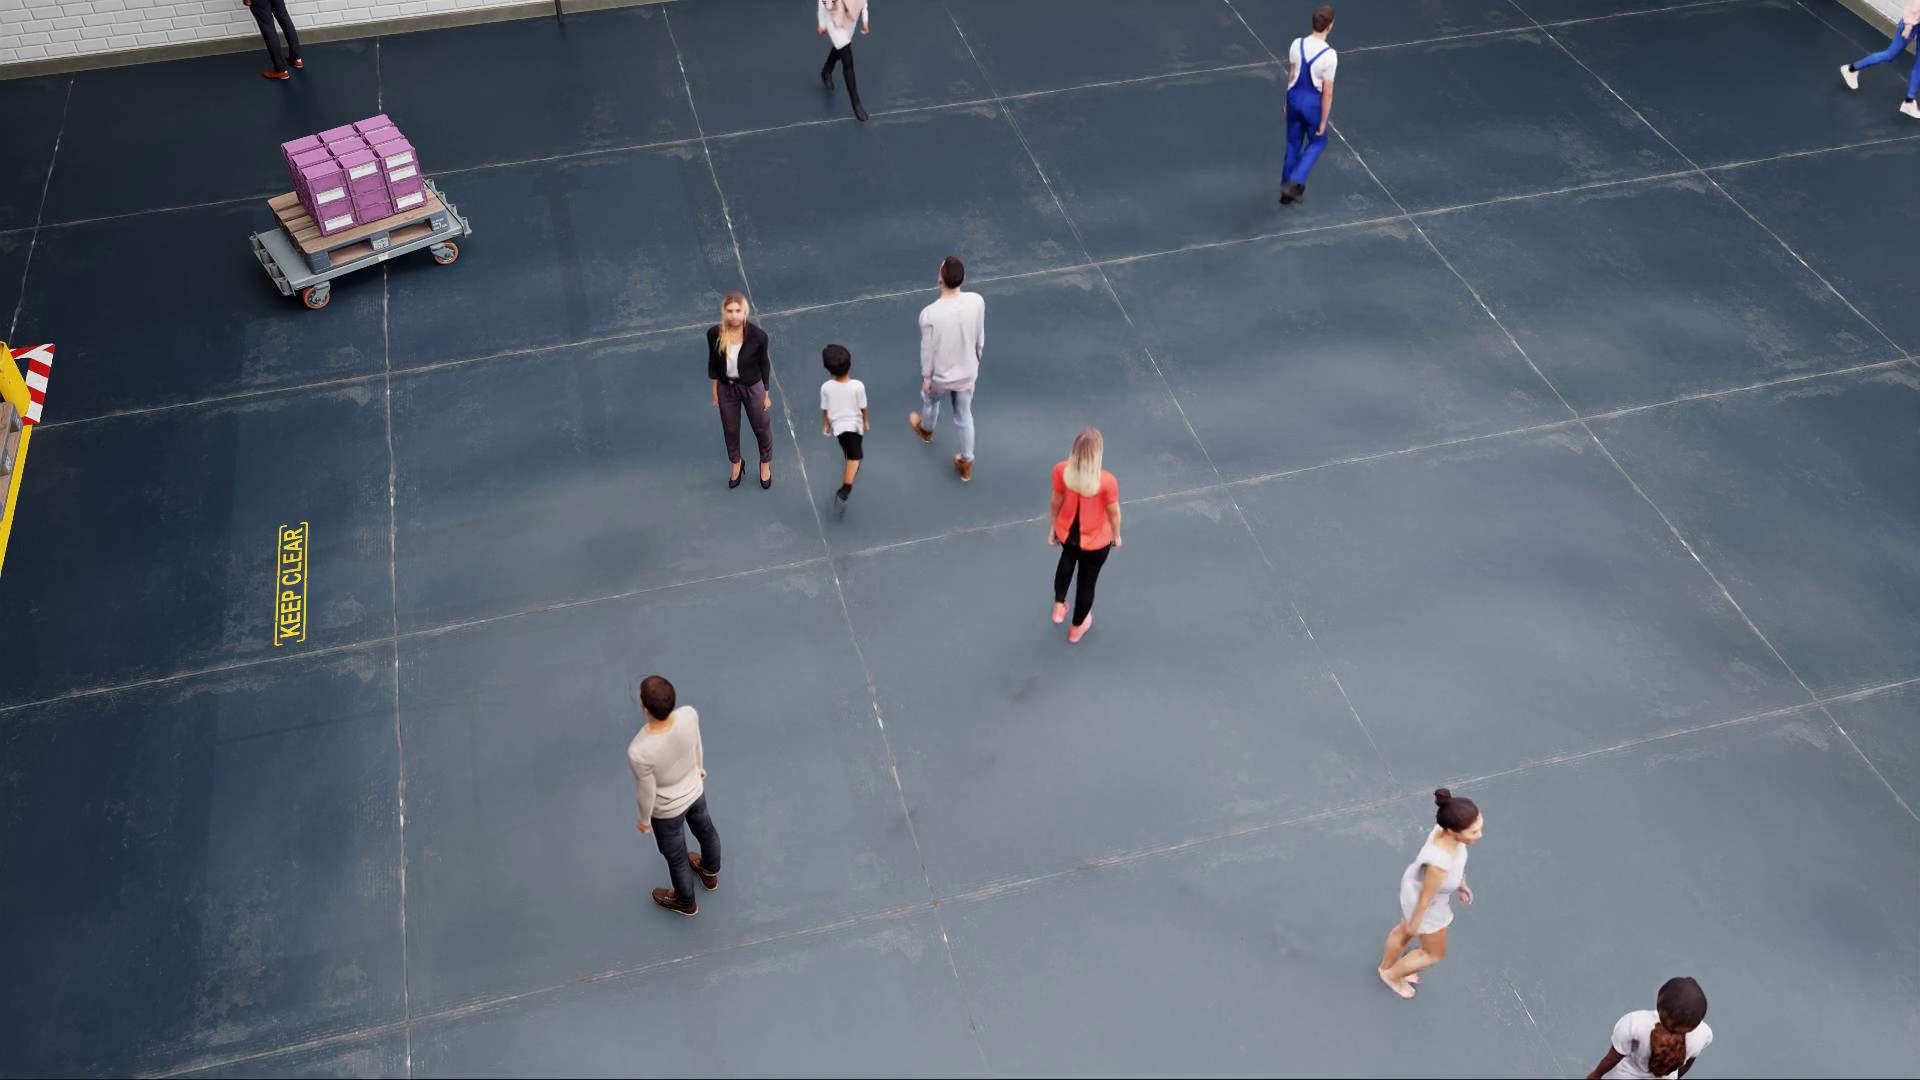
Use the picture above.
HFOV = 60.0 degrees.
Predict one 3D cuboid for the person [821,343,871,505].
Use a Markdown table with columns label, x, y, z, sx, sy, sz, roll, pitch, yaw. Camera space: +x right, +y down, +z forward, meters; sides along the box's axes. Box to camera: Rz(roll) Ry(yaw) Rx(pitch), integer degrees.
| label | x | y | z | sx | sy | sz | roll | pitch | yaw |
| --- | --- | --- | --- | --- | --- | --- | --- | --- | --- |
| person | -0.818 | -0.809 | 11.910 | 0.701 | 1.235 | 0.918 | 7 | 44 | 7 |

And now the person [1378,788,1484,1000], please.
| label | x | y | z | sx | sy | sz | roll | pitch | yaw |
| --- | --- | --- | --- | --- | --- | --- | --- | --- | --- |
| person | 2.408 | 1.860 | 8.837 | 0.747 | 1.609 | 0.683 | 14 | 45 | 15 |

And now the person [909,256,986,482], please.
| label | x | y | z | sx | sy | sz | roll | pitch | yaw |
| --- | --- | --- | --- | --- | --- | --- | --- | --- | --- |
| person | -0.022 | -1.176 | 11.878 | 0.785 | 1.809 | 1.042 | -17 | 46 | -17 |

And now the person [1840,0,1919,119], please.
| label | x | y | z | sx | sy | sz | roll | pitch | yaw |
| --- | --- | --- | --- | --- | --- | --- | --- | --- | --- |
| person | 9.082 | -4.975 | 15.927 | 0.864 | 1.725 | 1.232 | -22 | 48 | -22 |

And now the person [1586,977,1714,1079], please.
| label | x | y | z | sx | sy | sz | roll | pitch | yaw |
| --- | --- | --- | --- | --- | --- | --- | --- | --- | --- |
| person | 3.243 | 2.608 | 7.972 | 0.642 | 1.720 | 0.620 | 1 | 44 | 1 |

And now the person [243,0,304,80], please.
| label | x | y | z | sx | sy | sz | roll | pitch | yaw |
| --- | --- | --- | --- | --- | --- | --- | --- | --- | --- |
| person | -6.859 | -5.449 | 16.353 | 0.851 | 1.824 | 0.769 | 18 | 46 | 18 |

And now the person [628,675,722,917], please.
| label | x | y | z | sx | sy | sz | roll | pitch | yaw |
| --- | --- | --- | --- | --- | --- | --- | --- | --- | --- |
| person | -1.559 | 1.408 | 9.124 | 0.782 | 1.868 | 0.742 | 26 | 49 | 25 |

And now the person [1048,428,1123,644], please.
| label | x | y | z | sx | sy | sz | roll | pitch | yaw |
| --- | --- | --- | --- | --- | --- | --- | --- | --- | --- |
| person | 0.752 | 0.035 | 10.700 | 0.719 | 1.681 | 0.778 | 21 | 48 | 21 |

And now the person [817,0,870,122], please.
| label | x | y | z | sx | sy | sz | roll | pitch | yaw |
| --- | --- | --- | --- | --- | --- | --- | --- | --- | --- |
| person | -1.167 | -5.006 | 15.942 | 0.889 | 1.750 | 1.301 | -22 | 48 | -21 |

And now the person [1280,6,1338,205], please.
| label | x | y | z | sx | sy | sz | roll | pitch | yaw |
| --- | --- | --- | --- | --- | --- | --- | --- | --- | --- |
| person | 2.960 | -3.735 | 14.545 | 0.845 | 1.837 | 0.894 | 29 | 51 | 27 |

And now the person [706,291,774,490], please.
| label | x | y | z | sx | sy | sz | roll | pitch | yaw |
| --- | --- | --- | --- | --- | --- | --- | --- | --- | --- |
| person | -1.549 | -1.054 | 11.848 | 0.665 | 1.675 | 0.650 | 3 | 44 | 3 |
